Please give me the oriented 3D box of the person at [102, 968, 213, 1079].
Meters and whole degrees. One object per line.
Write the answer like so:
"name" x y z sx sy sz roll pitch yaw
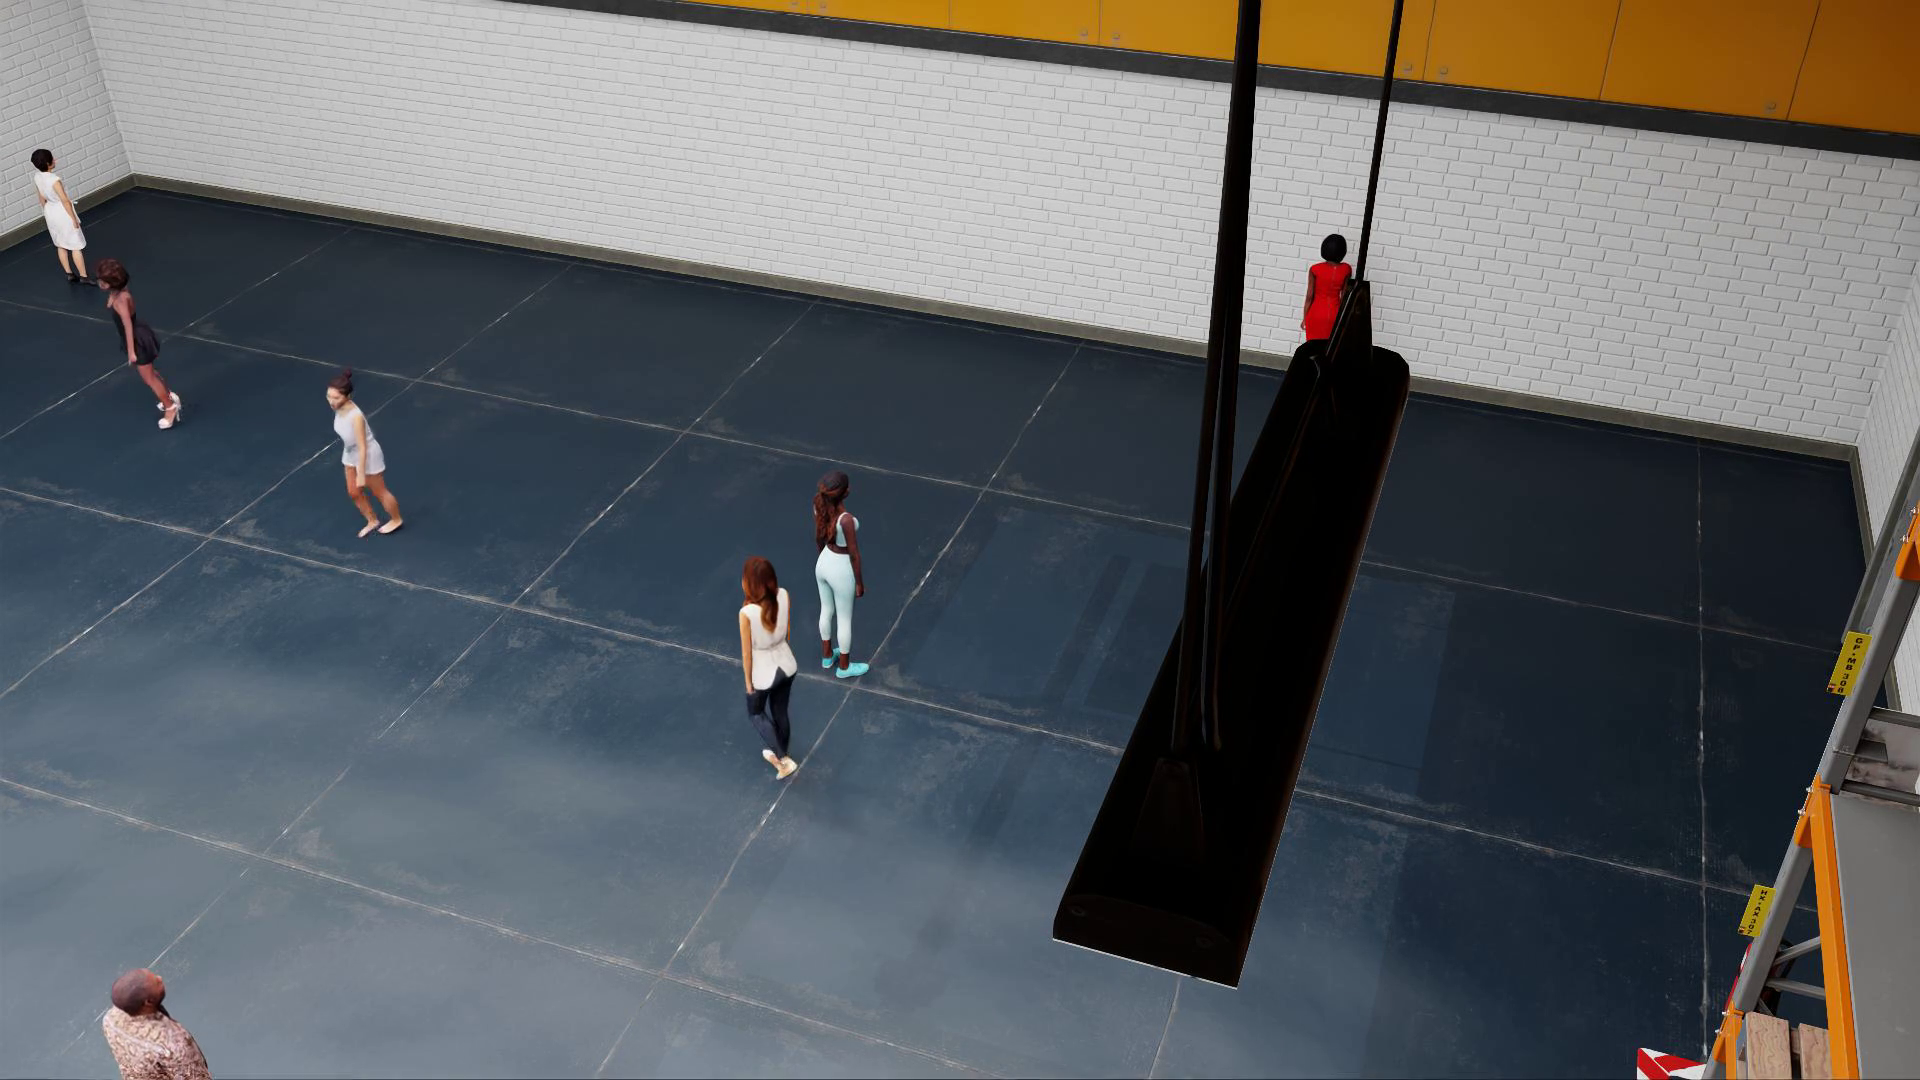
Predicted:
"person" -3.951 2.864 8.246 0.874 1.797 1.220 20 38 27

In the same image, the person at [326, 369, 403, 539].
"person" -4.928 -0.721 13.821 0.763 1.595 0.698 -24 41 -32

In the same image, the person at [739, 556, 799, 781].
"person" -1.220 0.922 11.188 0.790 1.774 0.831 -24 41 -32

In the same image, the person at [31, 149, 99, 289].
"person" -9.736 -3.488 18.019 0.568 1.555 0.526 14 36 20

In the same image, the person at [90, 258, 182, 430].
"person" -7.527 -1.823 15.339 0.873 1.749 0.835 -10 35 -15

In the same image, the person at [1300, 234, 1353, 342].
"person" 3.447 -2.079 15.729 0.640 1.744 0.627 -3 34 -4

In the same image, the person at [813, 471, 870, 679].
"person" -0.905 0.244 12.252 0.643 1.725 0.650 28 43 35
